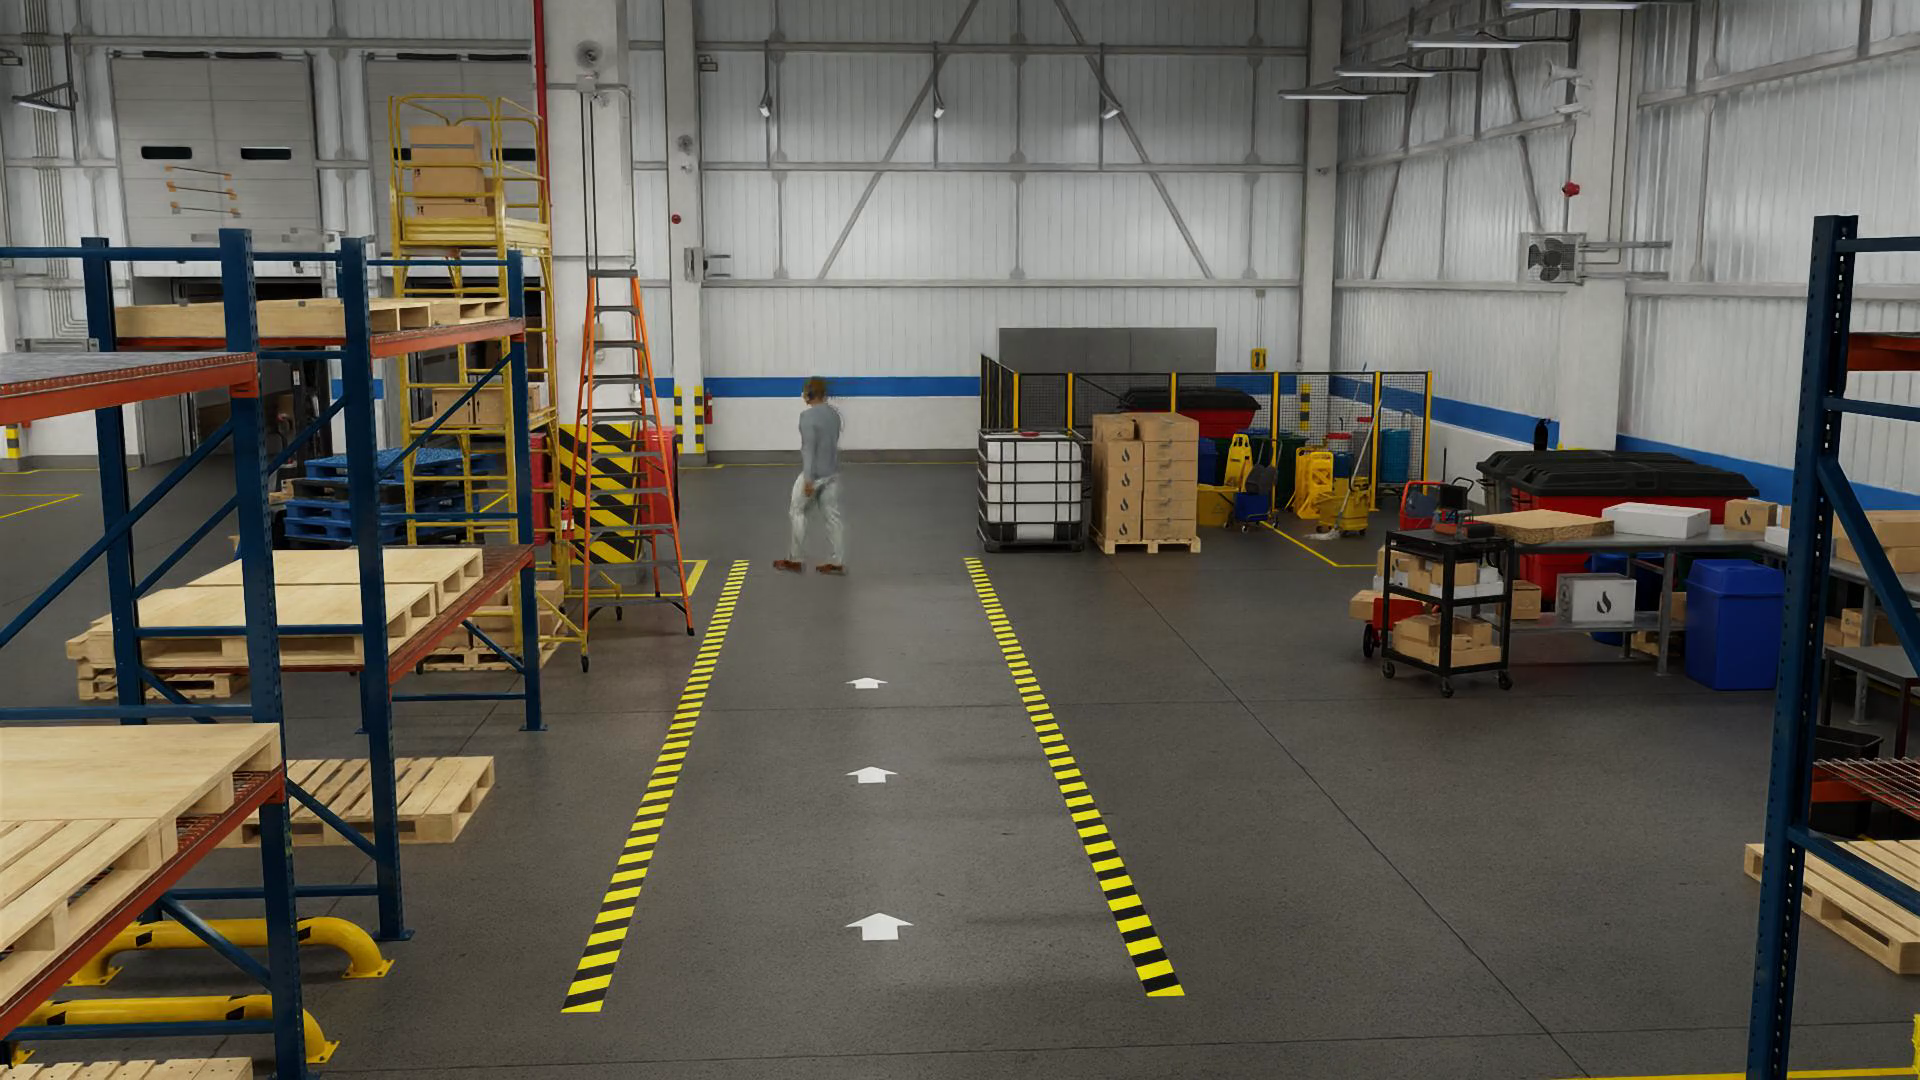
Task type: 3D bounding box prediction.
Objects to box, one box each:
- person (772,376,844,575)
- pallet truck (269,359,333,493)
[{"bbox_3d":[-1.468,-0.619,16.036,0.853,1.909,0.661,5,10,28],"label":"person"},{"bbox_3d":[-7.062,-1.131,18.996,1.885,1.965,0.823,2,9,13],"label":"pallet truck"}]
